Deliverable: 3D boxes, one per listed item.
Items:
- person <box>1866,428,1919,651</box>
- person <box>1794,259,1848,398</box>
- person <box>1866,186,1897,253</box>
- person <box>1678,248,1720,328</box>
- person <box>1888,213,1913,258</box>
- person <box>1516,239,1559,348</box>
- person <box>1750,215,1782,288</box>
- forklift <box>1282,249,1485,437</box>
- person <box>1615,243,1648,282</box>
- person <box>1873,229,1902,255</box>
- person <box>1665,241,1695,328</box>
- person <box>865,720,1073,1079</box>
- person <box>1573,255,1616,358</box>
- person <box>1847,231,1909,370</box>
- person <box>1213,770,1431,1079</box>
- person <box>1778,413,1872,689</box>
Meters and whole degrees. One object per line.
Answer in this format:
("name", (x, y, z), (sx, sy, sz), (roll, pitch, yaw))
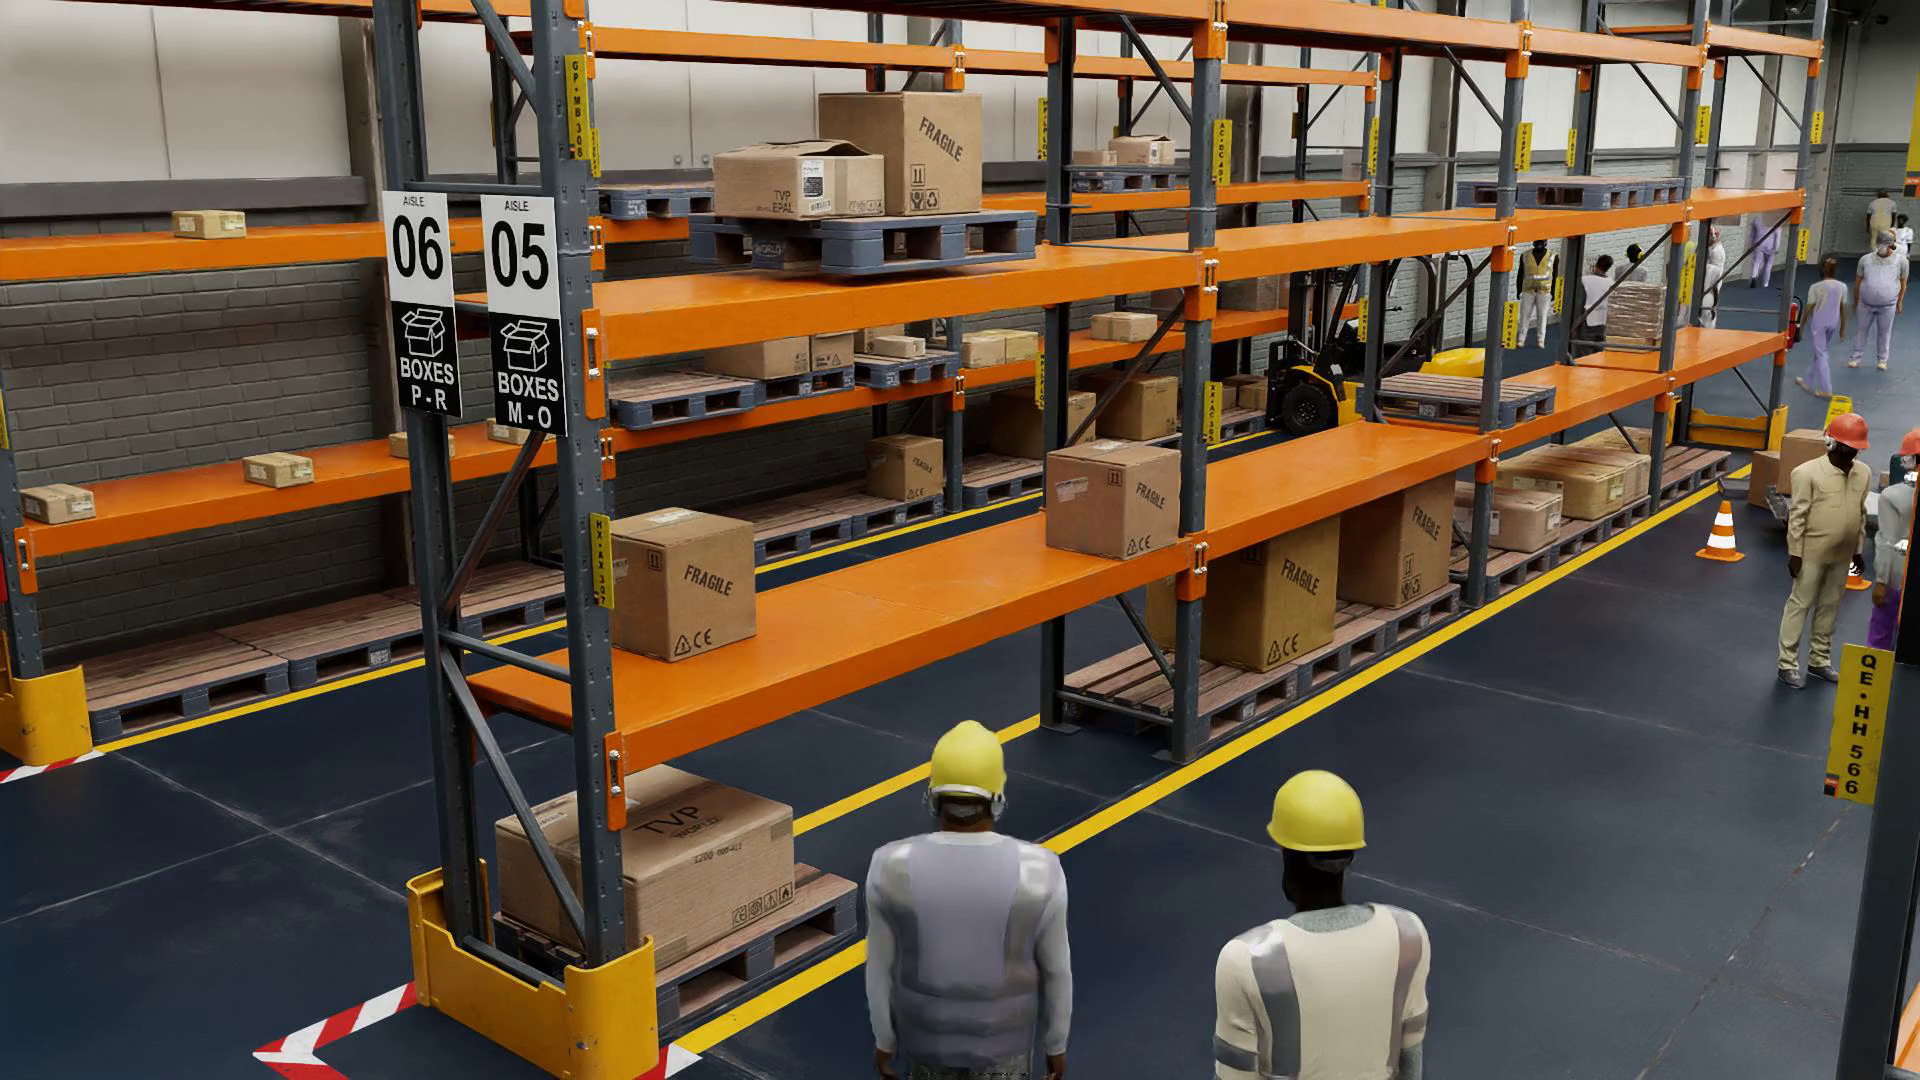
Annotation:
("person", (5.727, 0.204, 9.925), (0.589, 1.729, 0.769), (-2, 14, -6))
("person", (11.358, -2.801, 21.965), (0.527, 1.798, 0.968), (-2, 14, -7))
("person", (24.760, -8.513, 44.730), (0.701, 2.000, 0.815), (9, 17, 33))
("person", (10.792, -3.404, 24.363), (0.511, 1.835, 0.442), (0, 14, -2))
("person", (20.719, -6.367, 36.721), (0.628, 1.682, 0.542), (-11, 17, -37))
("person", (9.310, -4.024, 26.869), (0.633, 1.839, 0.429), (5, 15, 21))
("person", (17.976, -6.572, 37.176), (0.645, 1.873, 0.871), (9, 16, 32))
("forklift", (4.886, -2.214, 18.767), (2.313, 2.155, 1.214), (11, 18, 38))
("person", (9.694, -3.348, 24.064), (0.513, 1.867, 0.328), (13, 19, 42))
("person", (17.965, -5.228, 32.261), (0.797, 1.600, 0.500), (-13, 19, -43))
("person", (12.712, -4.653, 29.465), (0.456, 1.829, 0.563), (-8, 16, -28))
("person", (0.021, 1.414, 4.790), (0.595, 1.812, 0.649), (1, 14, 4))
("person", (8.270, -2.762, 21.675), (0.689, 1.876, 0.369), (-5, 15, -20))
("person", (13.474, -3.522, 24.409), (0.687, 2.000, 0.535), (9, 16, 32))
("person", (0.874, 1.503, 4.200), (0.596, 1.920, 0.393), (-5, 15, -21))
("person", (5.441, 0.063, 10.417), (0.563, 1.745, 0.336), (-4, 14, -15))
